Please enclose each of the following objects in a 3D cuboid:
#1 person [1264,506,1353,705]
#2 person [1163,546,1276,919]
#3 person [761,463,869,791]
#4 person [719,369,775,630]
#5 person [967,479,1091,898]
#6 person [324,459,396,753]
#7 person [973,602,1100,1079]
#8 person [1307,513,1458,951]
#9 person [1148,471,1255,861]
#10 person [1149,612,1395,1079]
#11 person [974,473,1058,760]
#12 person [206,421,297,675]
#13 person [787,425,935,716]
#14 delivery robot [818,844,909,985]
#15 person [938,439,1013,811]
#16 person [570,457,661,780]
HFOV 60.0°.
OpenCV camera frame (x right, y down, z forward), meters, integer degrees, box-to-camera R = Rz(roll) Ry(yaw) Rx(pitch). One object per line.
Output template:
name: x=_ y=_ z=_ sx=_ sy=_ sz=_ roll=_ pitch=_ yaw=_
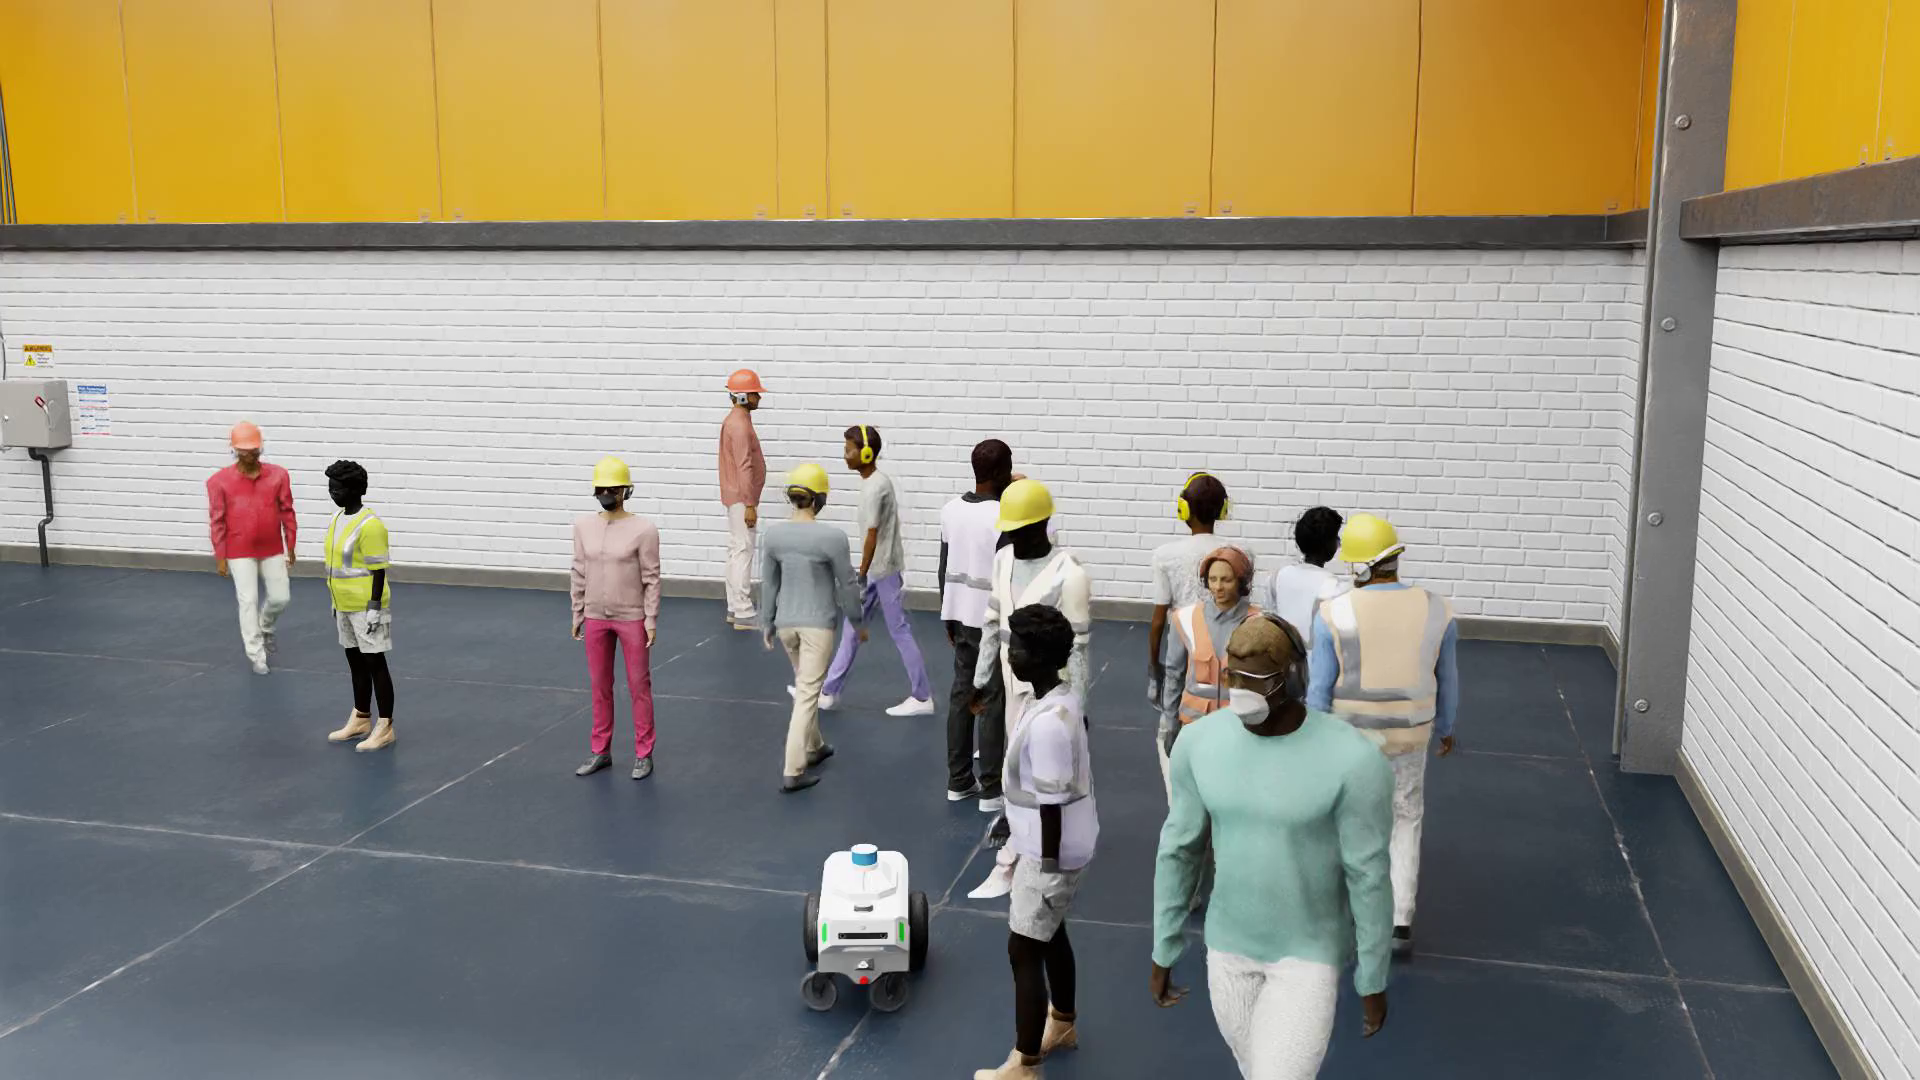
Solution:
person: x=1.726 y=0.662 z=7.939 sx=0.787 sy=1.661 sz=0.546 roll=-8 pitch=12 yaw=-38
person: x=1.115 y=0.833 z=7.058 sx=0.520 sy=1.637 sz=0.309 roll=3 pitch=10 yaw=19
person: x=-0.768 y=0.449 z=9.025 sx=0.532 sy=1.734 sz=0.802 roll=6 pitch=11 yaw=30
person: x=-1.652 y=-0.315 z=12.760 sx=0.382 sy=1.995 sz=0.612 roll=-3 pitch=10 yaw=-16
person: x=0.331 y=0.648 z=7.527 sx=0.796 sy=1.884 sz=0.610 roll=-6 pitch=12 yaw=-33
person: x=-3.472 y=0.373 z=9.597 sx=0.532 sy=1.693 sz=0.319 roll=9 pitch=13 yaw=42
person: x=0.276 y=1.042 z=5.694 sx=0.394 sy=1.679 sz=0.541 roll=1 pitch=10 yaw=9
person: x=1.732 y=0.780 z=6.844 sx=0.642 sy=1.797 sz=0.524 roll=0 pitch=10 yaw=-1
person: x=1.116 y=0.608 z=7.741 sx=0.505 sy=1.855 sz=0.432 roll=-1 pitch=10 yaw=-6
person: x=0.765 y=1.146 z=4.422 sx=0.649 sy=1.902 sz=0.876 roll=7 pitch=12 yaw=37
person: x=0.302 y=0.436 z=9.373 sx=0.514 sy=1.645 sz=0.303 roll=2 pitch=10 yaw=14
person: x=-4.867 y=0.035 z=11.451 sx=0.565 sy=1.740 sz=0.514 roll=-7 pitch=12 yaw=-37
person: x=-0.604 y=0.206 z=10.219 sx=0.972 sy=1.815 sz=0.536 roll=-1 pitch=10 yaw=-5
delivery robot: x=-0.370 y=1.427 z=6.462 sx=0.477 sy=0.478 sz=0.707 roll=0 pitch=10 yaw=-2
person: x=0.114 y=0.436 z=8.570 sx=0.372 sy=1.914 sz=0.597 roll=-8 pitch=12 yaw=-39
person: x=-1.878 y=0.425 z=9.068 sx=0.525 sy=1.772 sz=0.305 roll=2 pitch=10 yaw=14
